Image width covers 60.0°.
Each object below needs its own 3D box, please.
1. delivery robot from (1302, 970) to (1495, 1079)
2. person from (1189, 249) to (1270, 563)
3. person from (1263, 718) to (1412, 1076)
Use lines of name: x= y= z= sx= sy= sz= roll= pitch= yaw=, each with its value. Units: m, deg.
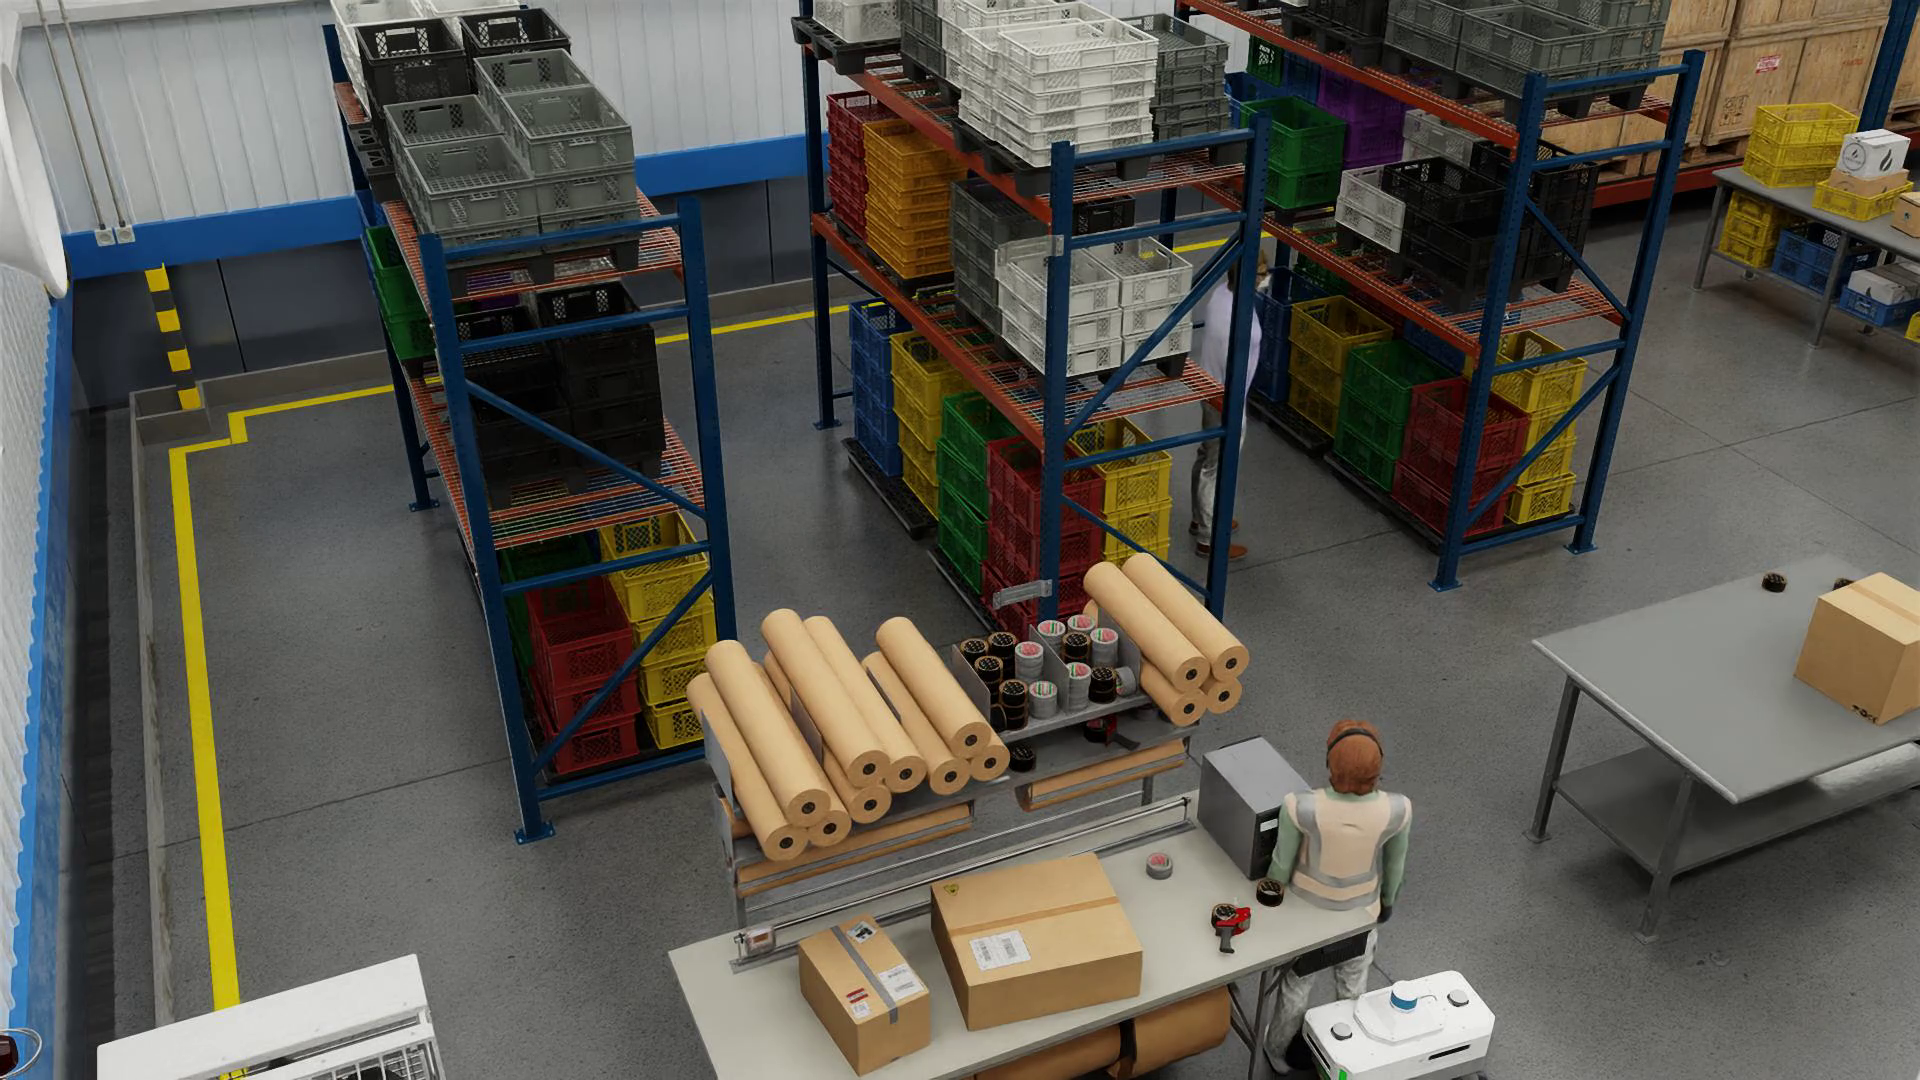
delivery robot: x=1.702 y=1.921 z=6.470 sx=0.707 sy=0.478 sz=0.477 roll=-10 pitch=33 yaw=-16
person: x=1.557 y=-0.804 z=9.682 sx=0.379 sy=1.930 sz=0.629 roll=2 pitch=32 yaw=3
person: x=1.426 y=1.402 z=6.381 sx=0.522 sy=1.630 sz=0.319 roll=-1 pitch=32 yaw=-1
